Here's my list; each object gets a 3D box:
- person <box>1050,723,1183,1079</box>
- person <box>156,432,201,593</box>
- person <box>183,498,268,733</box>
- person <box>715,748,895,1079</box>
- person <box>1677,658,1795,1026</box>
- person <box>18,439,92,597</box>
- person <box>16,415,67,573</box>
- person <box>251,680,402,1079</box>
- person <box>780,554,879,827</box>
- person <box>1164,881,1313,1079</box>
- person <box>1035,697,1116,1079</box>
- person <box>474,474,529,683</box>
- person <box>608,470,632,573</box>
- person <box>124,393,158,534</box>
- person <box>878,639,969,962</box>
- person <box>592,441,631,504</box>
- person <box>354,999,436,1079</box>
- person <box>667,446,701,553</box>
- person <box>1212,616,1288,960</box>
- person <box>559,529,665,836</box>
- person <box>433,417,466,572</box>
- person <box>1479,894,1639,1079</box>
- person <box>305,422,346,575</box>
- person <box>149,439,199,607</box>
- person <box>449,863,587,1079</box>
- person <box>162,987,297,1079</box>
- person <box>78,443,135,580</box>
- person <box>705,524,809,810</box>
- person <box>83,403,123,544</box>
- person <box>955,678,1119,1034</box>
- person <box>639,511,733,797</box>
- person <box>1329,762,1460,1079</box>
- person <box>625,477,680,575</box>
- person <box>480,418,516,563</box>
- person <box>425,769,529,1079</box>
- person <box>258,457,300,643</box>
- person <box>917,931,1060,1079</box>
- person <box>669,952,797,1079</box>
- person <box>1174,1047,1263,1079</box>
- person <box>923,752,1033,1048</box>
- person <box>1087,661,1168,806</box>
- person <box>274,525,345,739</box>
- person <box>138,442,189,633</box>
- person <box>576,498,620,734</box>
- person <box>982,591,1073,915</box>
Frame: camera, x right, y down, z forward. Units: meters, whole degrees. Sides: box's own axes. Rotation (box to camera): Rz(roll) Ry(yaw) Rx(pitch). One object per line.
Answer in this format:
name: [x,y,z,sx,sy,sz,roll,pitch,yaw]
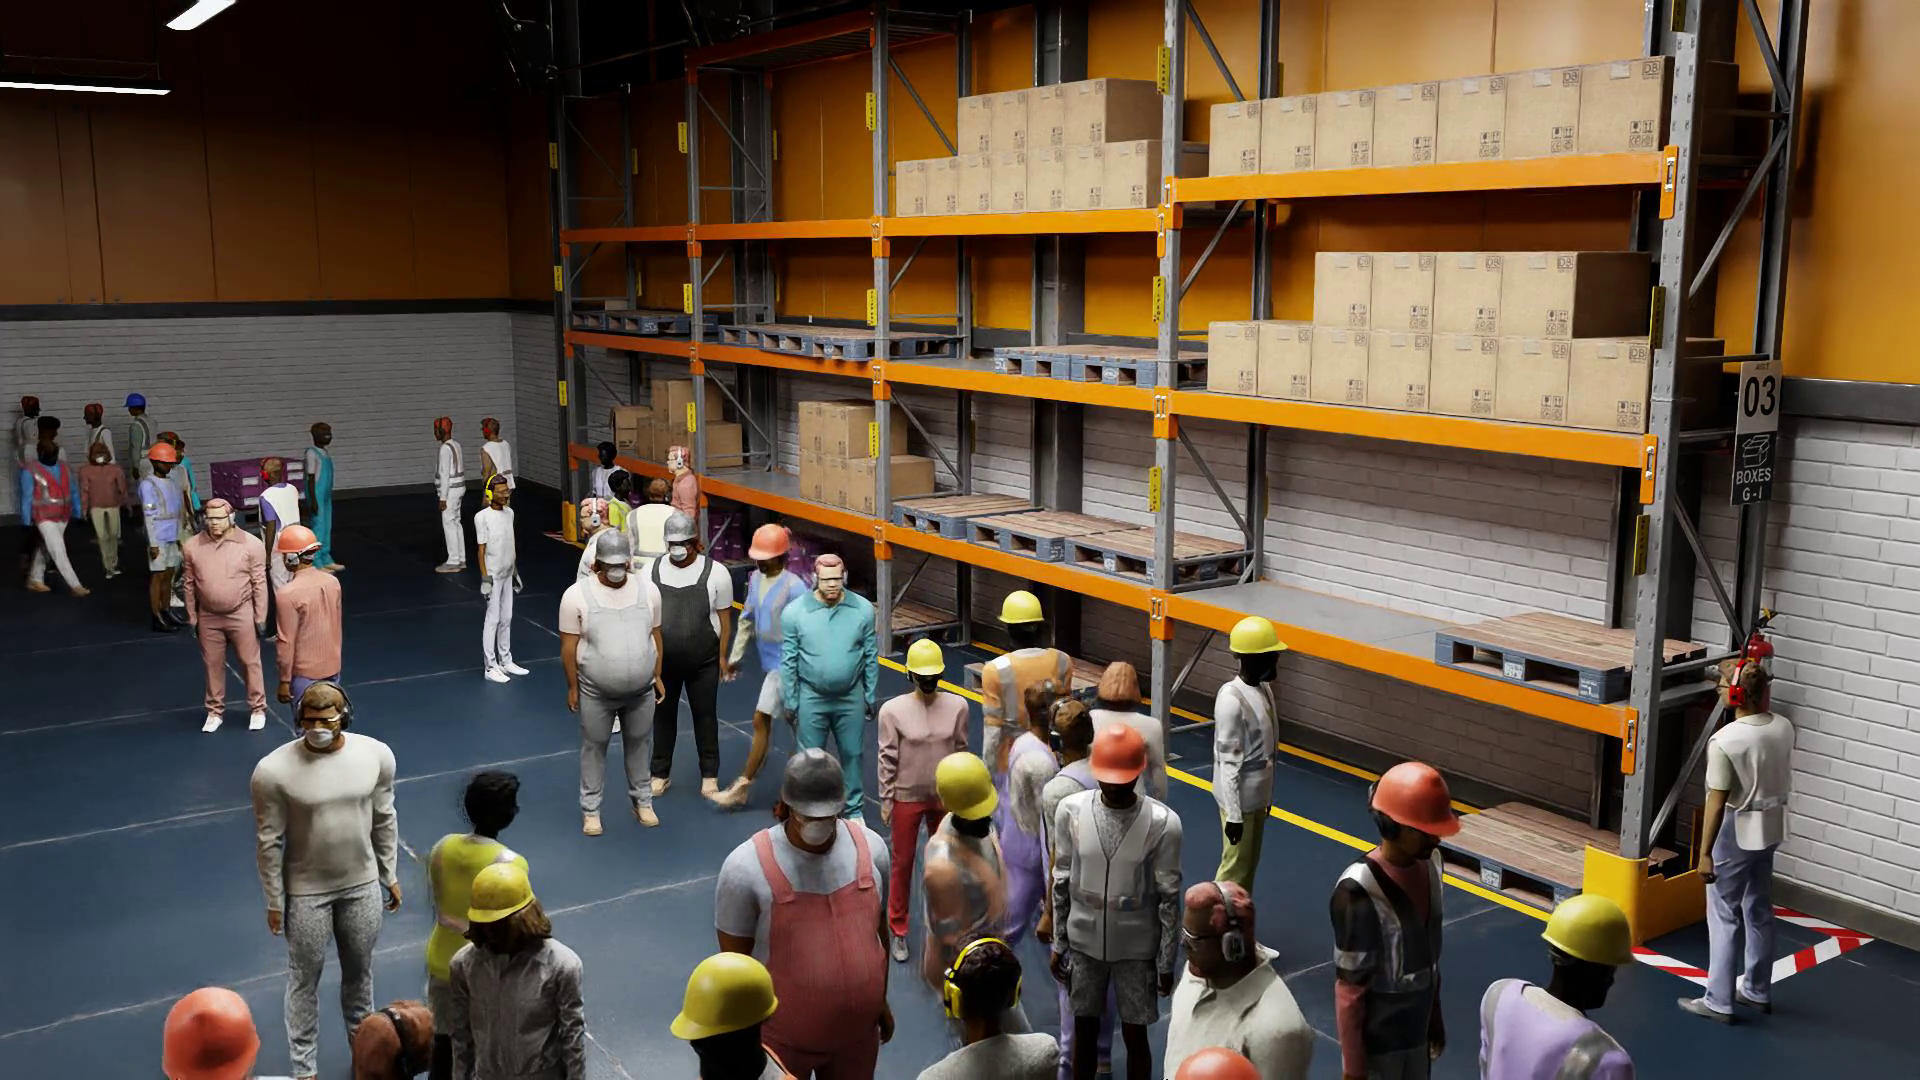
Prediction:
person: [0.638,1.681,6.898,0.550,1.925,0.389,3,10,19]
person: [-8.878,-0.328,18.954,0.394,1.836,0.561,-8,12,-39]
person: [-5.863,0.606,13.299,0.641,1.900,0.398,-1,10,-7]
person: [-0.527,1.747,6.166,0.688,2.000,0.536,-5,11,-27]
person: [3.879,1.498,8.238,0.562,1.836,0.386,-5,11,-28]
person: [-10.213,-0.252,18.686,0.943,1.787,0.649,3,10,18]
person: [-10.985,-0.523,19.850,0.627,1.930,0.645,1,10,3]
person: [-2.831,1.569,7.515,0.629,1.937,0.377,-7,12,-37]
person: [-0.841,1.025,10.836,0.648,1.899,0.399,-2,10,-13]
person: [0.822,1.982,5.222,0.398,1.893,0.657,-3,10,-19]
person: [0.520,1.613,7.530,0.350,1.843,0.506,7,12,36]
person: [-4.129,0.334,14.960,0.325,1.871,0.521,4,10,20]
person: [-3.382,0.139,16.611,0.318,1.697,0.536,0,10,0]
person: [-11.249,-1.054,22.918,0.413,1.938,0.595,-1,10,-3]
person: [-0.186,1.398,9.017,0.533,1.768,0.311,-4,10,-21]
person: [-4.025,-0.299,19.216,0.537,1.690,0.321,5,11,26]
person: [-1.643,2.157,4.929,0.306,1.640,0.523,-5,11,-28]
person: [-2.823,-0.006,16.844,0.409,1.907,0.651,-2,10,-12]
person: [1.523,1.350,8.813,0.352,1.929,0.594,5,11,25]
person: [-2.258,0.926,10.980,0.689,2.000,0.537,-5,11,-26]
person: [-6.189,-0.553,20.157,0.368,1.878,0.584,-1,10,-4]
person: [1.820,1.997,5.081,0.399,1.911,0.595,-4,10,-23]
person: [-7.643,-0.495,19.923,0.342,1.840,0.516,0,10,1]
person: [-8.710,-0.205,18.275,0.620,1.830,0.581,3,10,16]
person: [-1.549,1.955,5.853,0.488,1.736,0.358,1,10,7]
person: [-1.934,2.103,4.468,0.577,1.924,0.394,-6,11,-30]
person: [-10.135,-0.352,19.762,0.542,1.607,0.534,-9,13,-42]
person: [-1.366,0.866,11.472,1.033,1.982,0.653,-5,11,-29]
person: [-11.332,-0.865,21.954,0.585,1.882,0.337,9,13,42]
person: [0.421,1.553,8.045,0.992,1.787,0.525,0,10,1]
person: [-1.945,0.805,11.692,0.676,2.000,0.536,0,10,1]
person: [1.586,1.777,6.035,0.410,2.031,0.613,10,14,44]
person: [-2.692,0.348,15.015,0.623,1.834,0.430,2,10,12]
person: [-5.678,-0.583,20.456,0.386,1.838,0.566,2,10,14]
person: [-2.001,1.792,6.984,0.539,1.666,0.484,5,11,28]
person: [-6.694,0.097,16.430,0.372,1.840,0.570,1,10,6]
person: [0.060,2.050,4.888,0.532,1.870,0.316,-7,12,-35]
person: [-0.601,2.065,4.675,0.399,1.919,0.582,-5,11,-28]
person: [0.580,2.151,3.923,0.622,1.993,0.383,1,10,7]
person: [0.087,1.734,6.690,0.445,1.887,0.632,2,10,14]
person: [0.888,1.447,9.225,0.530,1.584,0.851,2,10,14]
person: [-4.468,0.883,11.412,0.408,1.987,0.614,2,10,14]
person: [-8.082,-0.032,16.919,0.375,1.934,0.548,0,10,0]
person: [-2.868,0.602,13.306,0.400,1.901,0.646,0,10,2]
person: [0.359,1.239,9.478,0.594,1.924,0.373,-6,11,-31]
